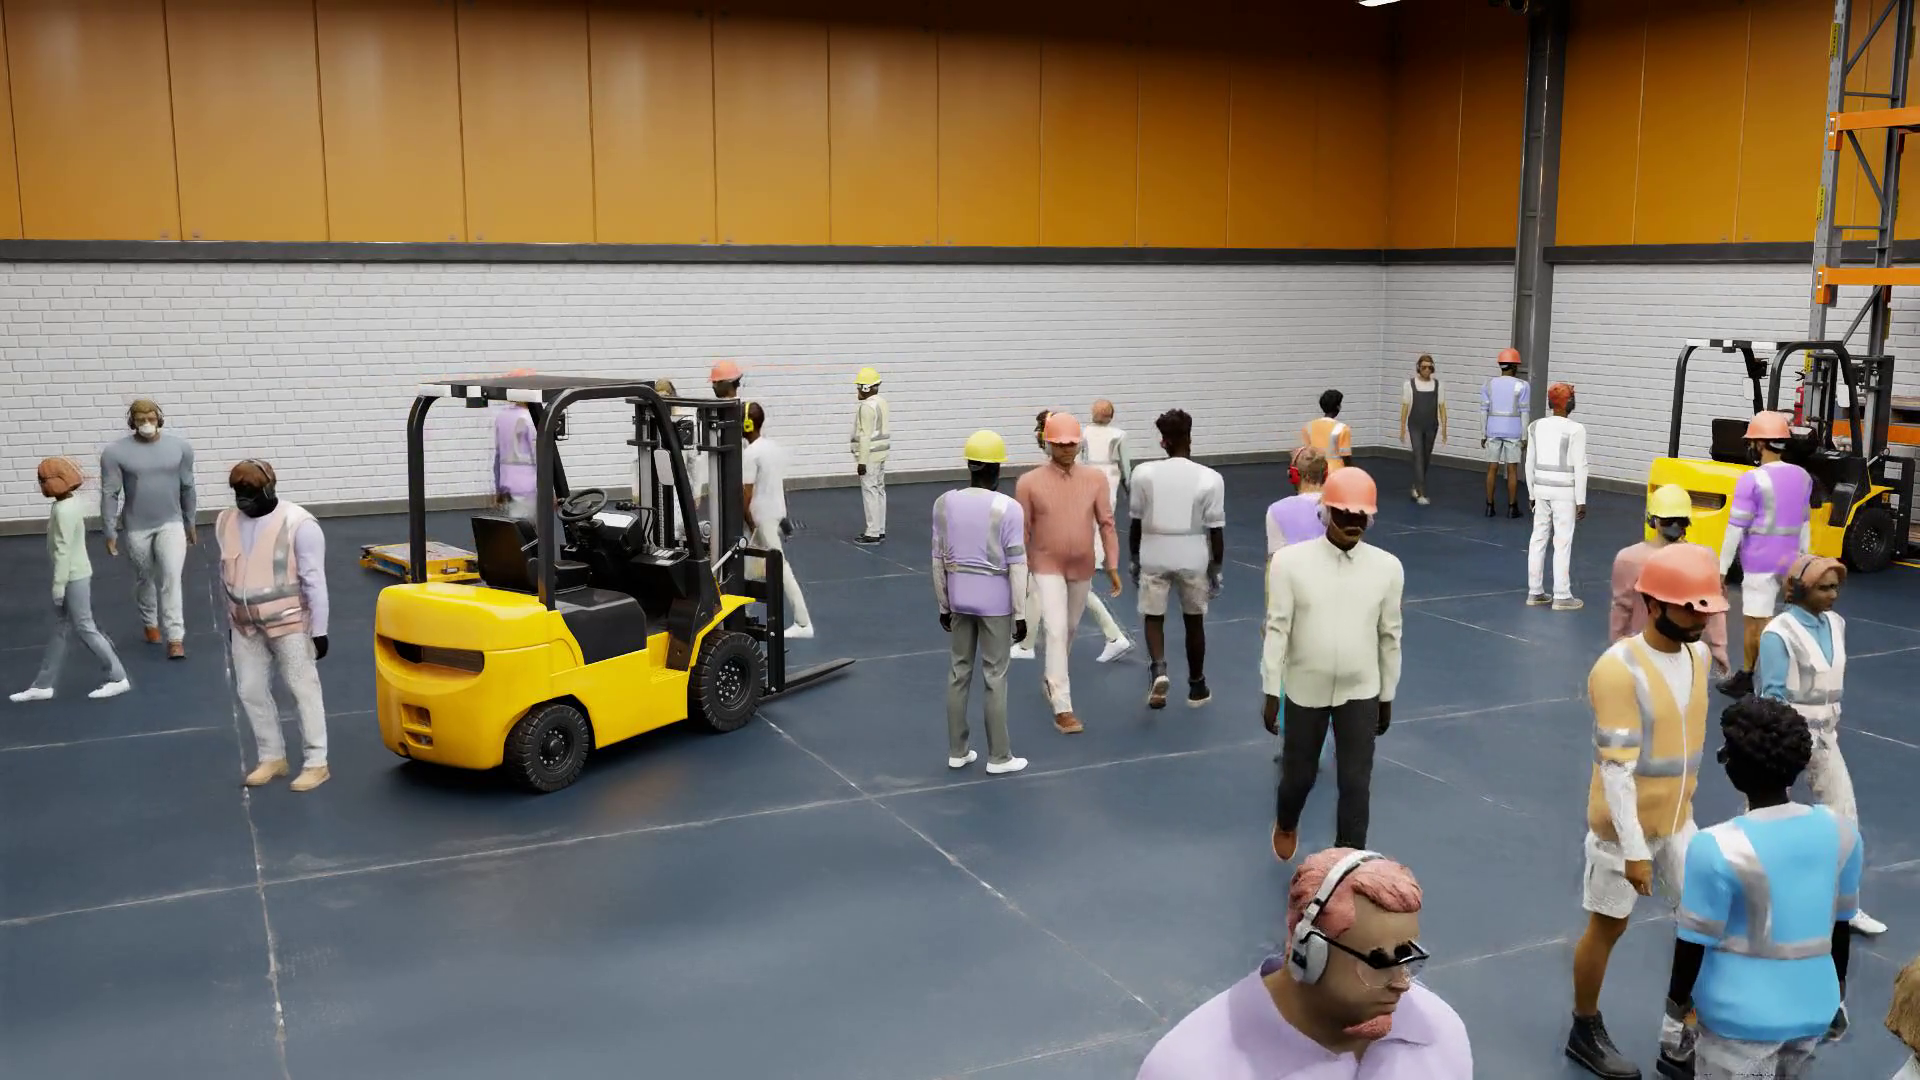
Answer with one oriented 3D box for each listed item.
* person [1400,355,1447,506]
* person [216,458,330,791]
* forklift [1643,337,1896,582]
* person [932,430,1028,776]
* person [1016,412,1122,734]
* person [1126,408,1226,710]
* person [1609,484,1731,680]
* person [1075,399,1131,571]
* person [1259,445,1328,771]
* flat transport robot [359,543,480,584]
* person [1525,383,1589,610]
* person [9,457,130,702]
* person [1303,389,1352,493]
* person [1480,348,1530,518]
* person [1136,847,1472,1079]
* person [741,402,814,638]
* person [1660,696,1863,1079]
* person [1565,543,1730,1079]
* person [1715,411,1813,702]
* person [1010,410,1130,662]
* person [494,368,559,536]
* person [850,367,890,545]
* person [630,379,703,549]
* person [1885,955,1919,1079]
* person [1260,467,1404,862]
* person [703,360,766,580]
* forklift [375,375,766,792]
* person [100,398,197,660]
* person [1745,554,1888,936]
[{"bbox_3d":[5.647,-1.358,20.275,0.538,1.803,0.944,0,9,2],"label":"person"},{"bbox_3d":[-3.686,0.460,8.937,0.658,1.821,0.433,2,9,12],"label":"person"},{"bbox_3d":[7.551,-0.789,15.507,2.313,2.155,1.214,-4,10,-25],"label":"forklift"},{"bbox_3d":[0.122,0.350,9.265,0.588,1.927,0.369,5,11,31],"label":"person"},{"bbox_3d":[0.649,0.158,10.441,0.616,1.946,1.042,-3,9,-15],"label":"person"},{"bbox_3d":[1.360,0.140,10.514,0.643,1.939,0.729,2,9,13],"label":"person"},{"bbox_3d":[3.639,0.565,8.569,0.535,1.717,0.904,0,9,1],"label":"person"},{"bbox_3d":[1.349,-0.532,15.744,0.540,1.588,0.879,3,10,17],"label":"person"},{"bbox_3d":[1.938,0.387,9.320,0.605,1.828,0.454,-4,10,-22],"label":"person"},{"bbox_3d":[-4.964,0.196,15.342,0.652,0.197,1.431,-8,12,-40],"label":"flat transport robot"},{"bbox_3d":[4.965,-0.364,13.828,0.353,1.884,0.578,-6,11,-32],"label":"person"},{"bbox_3d":[-5.827,0.260,10.817,0.703,1.603,0.521,-5,10,-28],"label":"person"},{"bbox_3d":[3.513,-0.598,15.888,0.495,1.693,0.539,-7,11,-37],"label":"person"},{"bbox_3d":[6.201,-1.214,18.945,0.547,1.934,0.376,6,11,32],"label":"person"},{"bbox_3d":[0.583,1.410,2.944,0.653,1.861,0.979,-3,10,-20],"label":"person"},{"bbox_3d":[-1.571,-0.145,12.697,1.003,1.808,0.537,2,9,11],"label":"person"},{"bbox_3d":[2.116,1.244,4.443,0.554,1.682,0.368,-3,10,-21],"label":"person"},{"bbox_3d":[2.355,0.954,5.558,0.555,1.904,0.729,-5,10,-27],"label":"person"},{"bbox_3d":[5.063,0.130,10.660,0.580,1.911,0.751,-4,10,-23],"label":"person"},{"bbox_3d":[0.763,-0.015,11.885,0.962,1.821,0.534,4,10,22],"label":"person"},{"bbox_3d":[-3.585,-0.449,14.027,1.065,1.982,0.640,-7,12,-39],"label":"person"},{"bbox_3d":[-0.926,-0.863,17.126,0.403,1.826,0.596,2,9,14],"label":"person"},{"bbox_3d":[-2.527,-0.457,14.394,0.640,1.899,1.009,2,9,13],"label":"person"},{"bbox_3d":[1.726,1.465,2.954,0.475,1.735,0.496,9,13,44],"label":"person"},{"bbox_3d":[1.628,0.637,7.361,0.626,1.969,0.769,0,9,1],"label":"person"},{"bbox_3d":[-2.163,-0.612,14.998,1.007,1.994,0.642,0,9,3],"label":"person"},{"bbox_3d":[-2.268,0.149,9.685,1.214,2.155,2.313,6,11,32],"label":"forklift"},{"bbox_3d":[-5.941,-0.101,12.215,0.652,1.888,1.040,-6,11,-31],"label":"person"},{"bbox_3d":[3.619,0.872,6.997,0.537,1.608,0.718,-5,10,-28],"label":"person"}]
